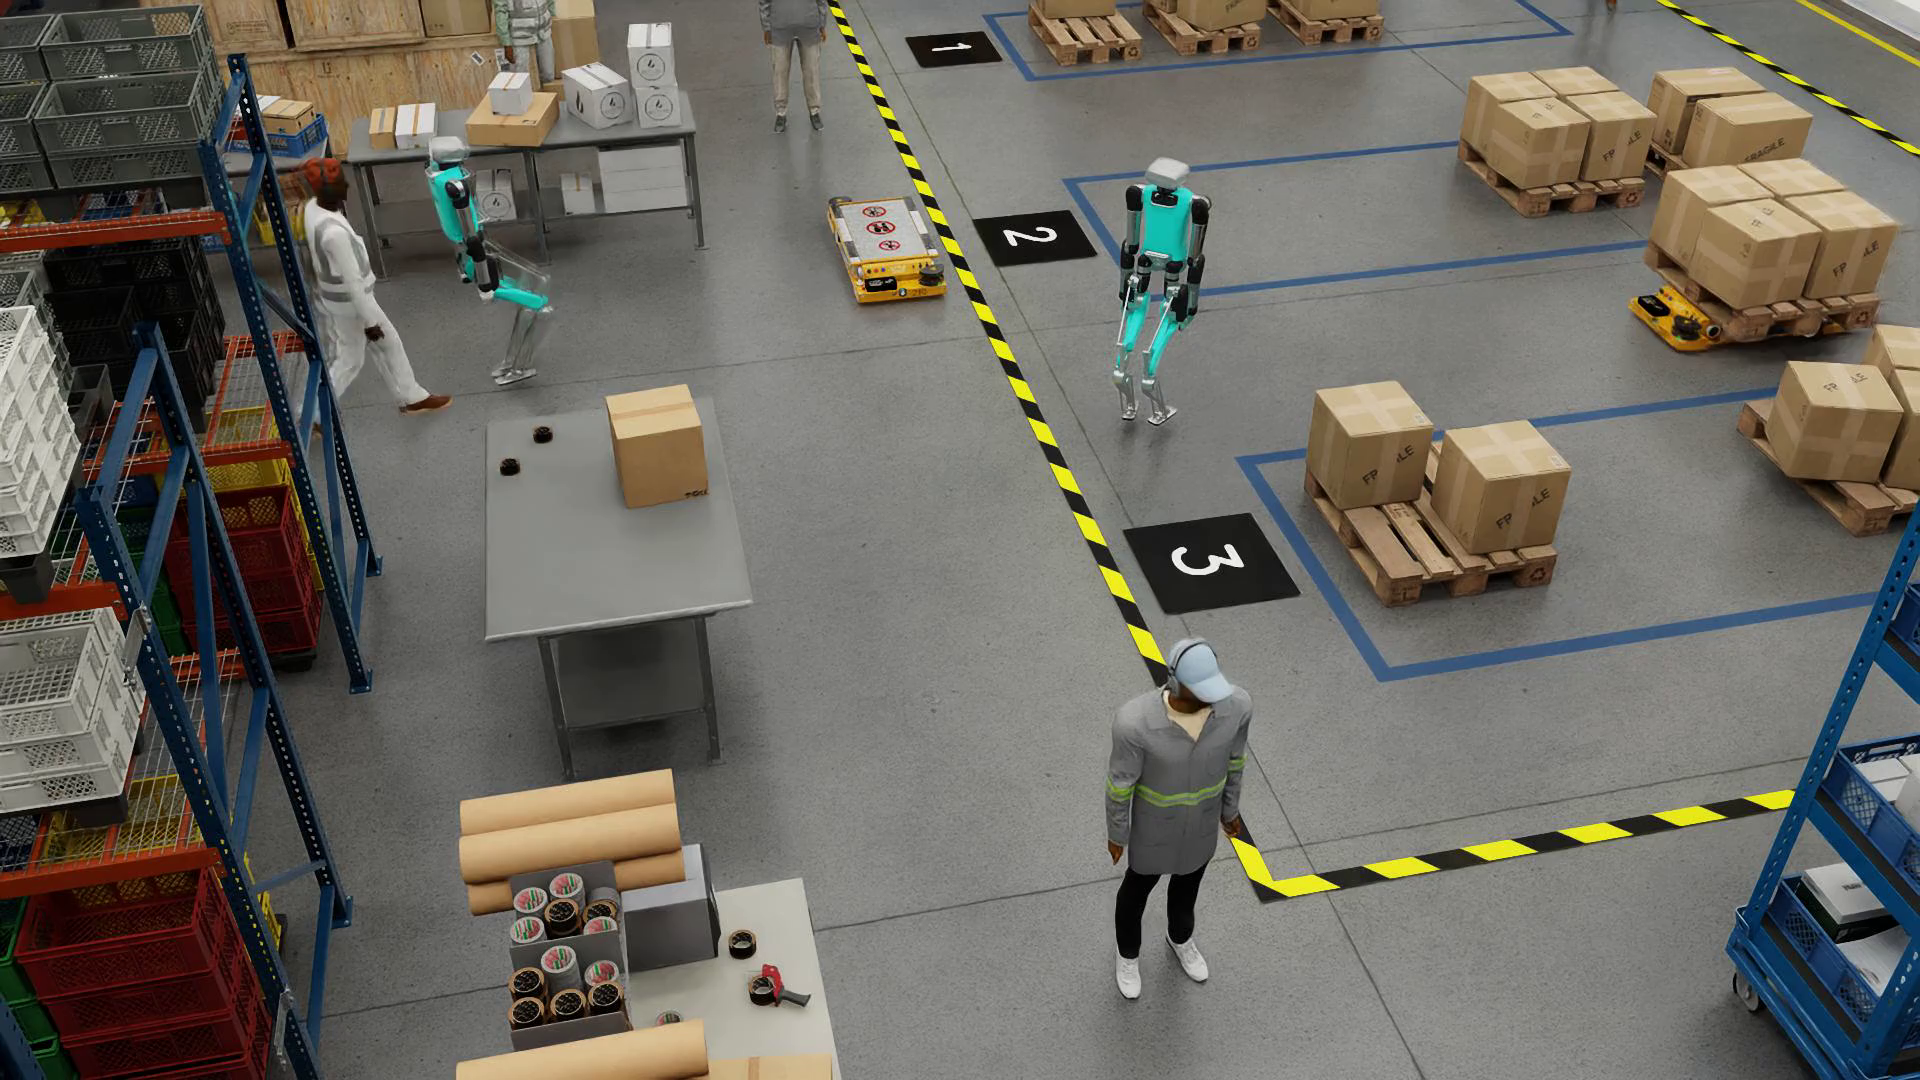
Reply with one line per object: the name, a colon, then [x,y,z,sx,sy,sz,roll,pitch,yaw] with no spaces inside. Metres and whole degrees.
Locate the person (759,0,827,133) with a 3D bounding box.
person: [-1.410,-4.351,14.144,0.573,1.767,0.395,-6,37,-8]

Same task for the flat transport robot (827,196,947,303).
flat transport robot: [-0.570,-2.220,12.538,0.659,0.231,1.431,-8,37,-10]

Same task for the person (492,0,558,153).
person: [-3.566,-4.197,13.799,0.412,1.939,0.603,25,43,29]

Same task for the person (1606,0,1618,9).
person: [6.747,-6.415,16.877,0.589,1.821,1.021,9,38,12]

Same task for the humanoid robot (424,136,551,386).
humanoid robot: [-2.949,-1.793,10.696,0.711,1.756,0.536,-21,42,-26]

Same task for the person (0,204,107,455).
person: [-5.491,-1.184,9.834,0.404,1.832,0.590,15,39,19]

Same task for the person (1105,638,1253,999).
person: [0.874,1.130,6.708,0.597,1.851,0.381,-10,38,-13]

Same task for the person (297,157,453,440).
person: [-3.781,-1.466,10.205,0.947,1.846,0.587,-16,40,-20]

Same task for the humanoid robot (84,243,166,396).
humanoid robot: [-4.926,-1.082,9.828,0.589,1.647,0.450,18,40,22]

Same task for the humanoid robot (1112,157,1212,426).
humanoid robot: [1.140,-1.430,10.133,0.533,1.677,0.735,17,40,22]

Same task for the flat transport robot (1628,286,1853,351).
flat transport robot: [5.554,-1.648,11.746,1.431,0.197,0.652,-8,37,-10]
